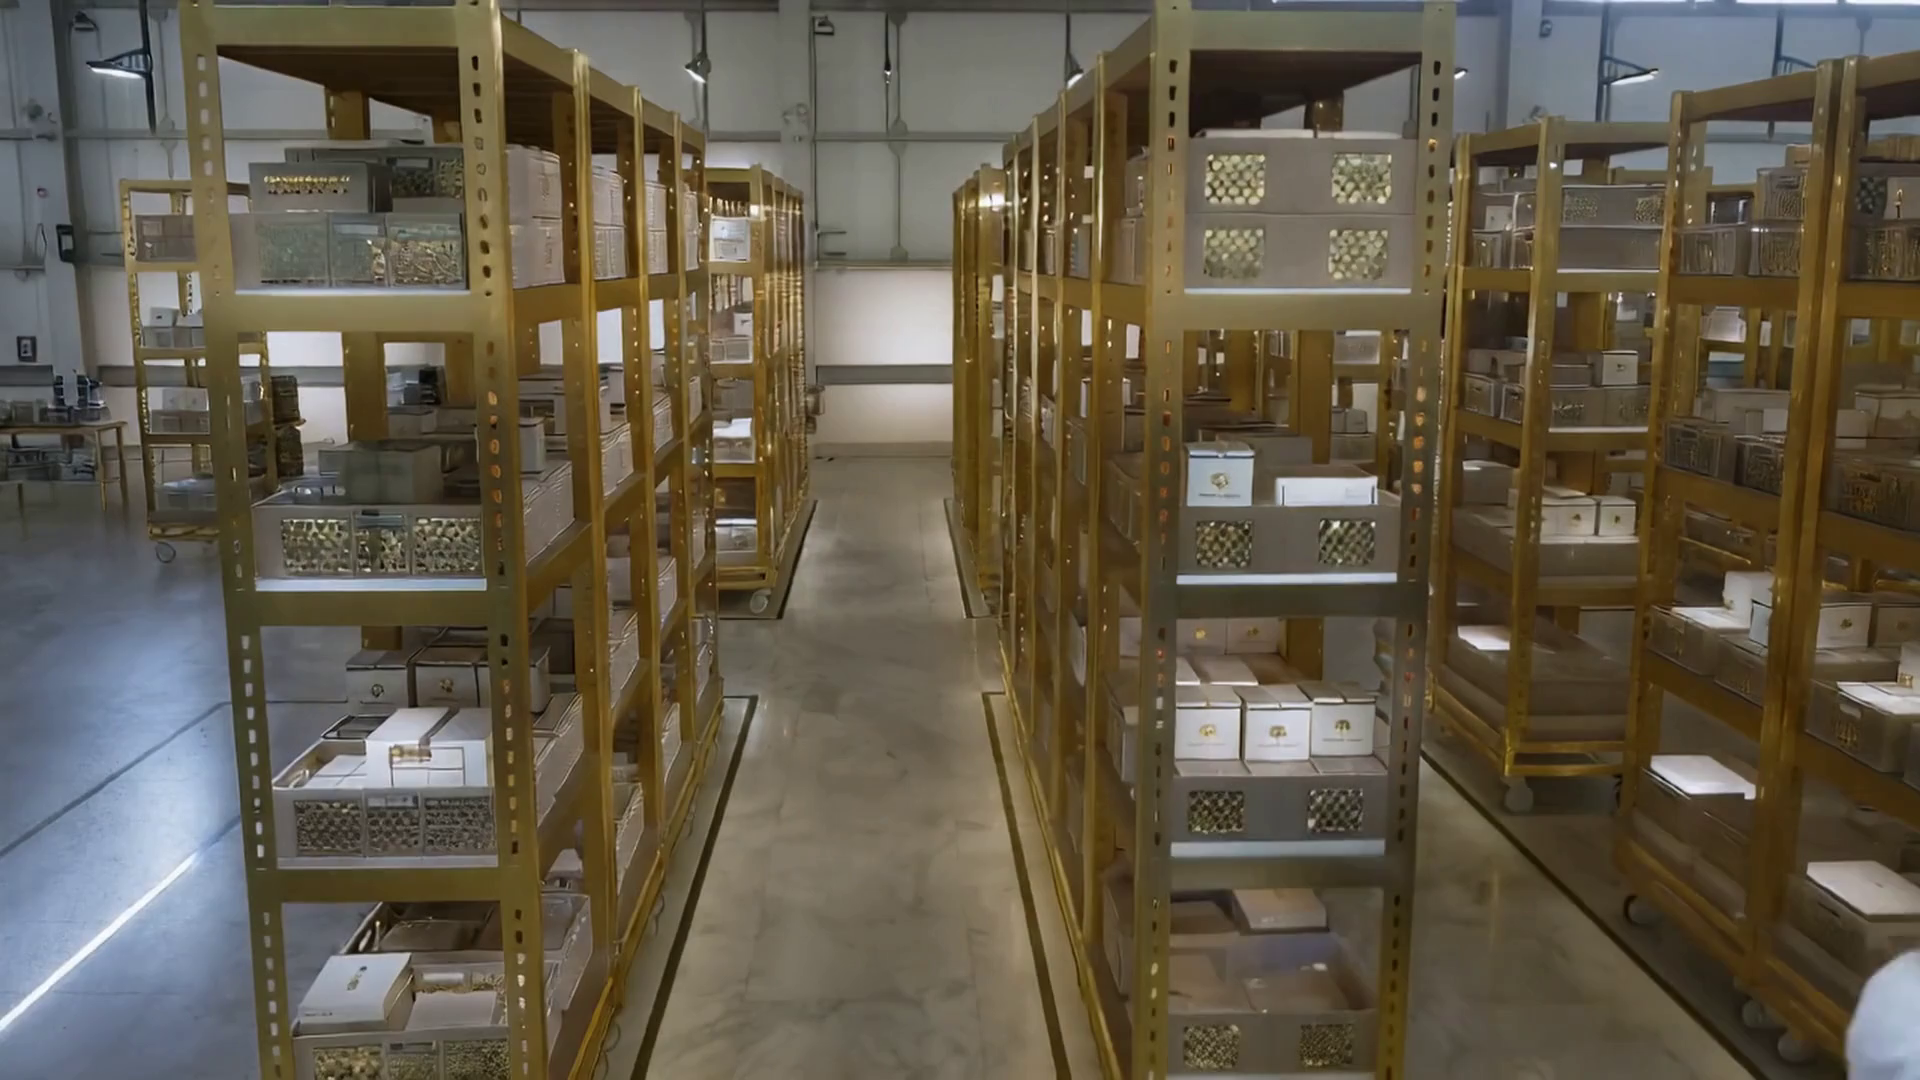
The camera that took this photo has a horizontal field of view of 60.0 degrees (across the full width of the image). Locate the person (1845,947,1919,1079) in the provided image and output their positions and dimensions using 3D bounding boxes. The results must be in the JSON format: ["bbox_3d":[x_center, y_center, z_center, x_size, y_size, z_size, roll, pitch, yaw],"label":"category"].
[{"bbox_3d":[1.788,1.476,3.266,0.814,1.874,0.666,3,11,18],"label":"person"}]
